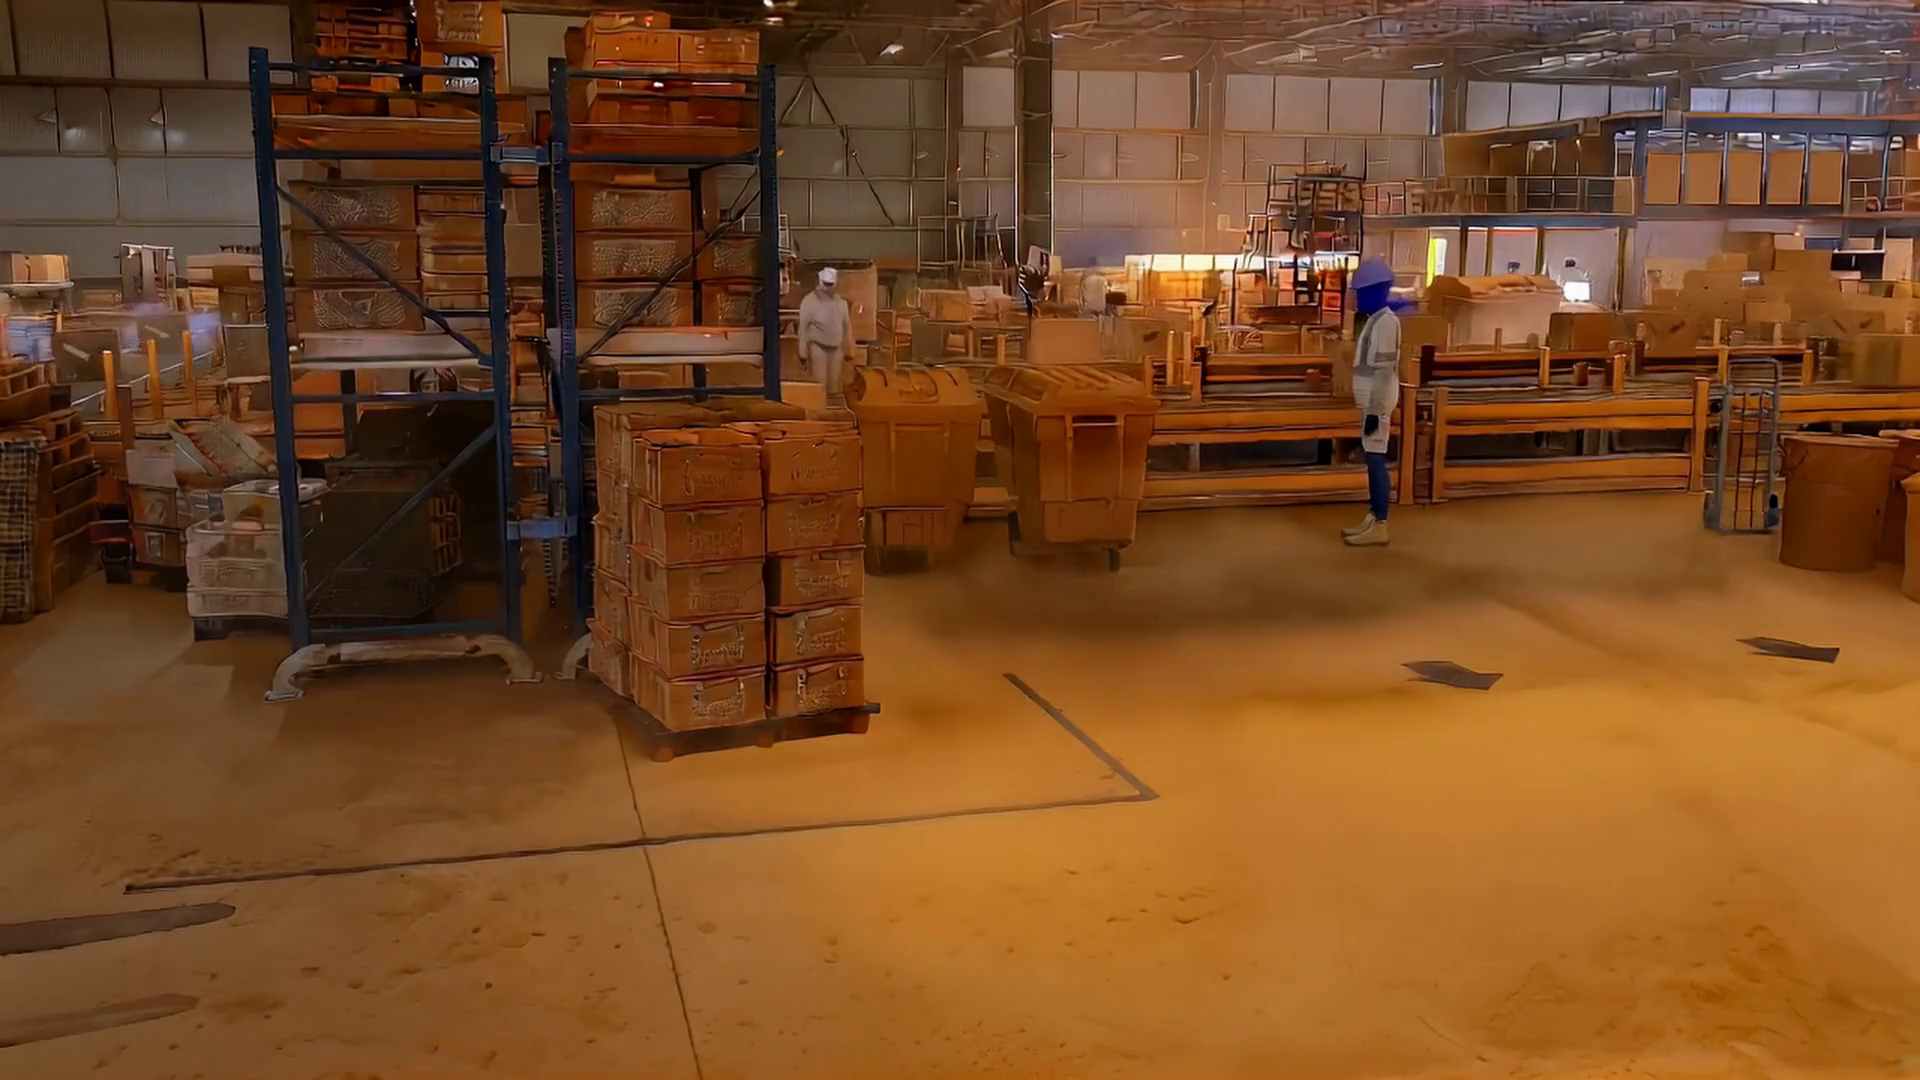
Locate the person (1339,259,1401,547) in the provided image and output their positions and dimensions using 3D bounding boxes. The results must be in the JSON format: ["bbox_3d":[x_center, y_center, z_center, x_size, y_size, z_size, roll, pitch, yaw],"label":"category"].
[{"bbox_3d":[2.915,-0.965,11.817,0.389,2.034,0.605,2,10,10],"label":"person"}]

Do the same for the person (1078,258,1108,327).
[{"bbox_3d":[2.530,-4.359,31.409,0.551,1.910,0.824,-1,10,-7],"label":"person"}]

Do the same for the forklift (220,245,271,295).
[{"bbox_3d":[-17.749,-6.334,41.440,1.157,1.987,2.680,-3,10,-17],"label":"forklift"}]

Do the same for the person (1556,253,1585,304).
[{"bbox_3d":[13.054,-5.139,35.608,0.632,1.976,0.528,0,10,2],"label":"person"}]

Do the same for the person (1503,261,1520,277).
[{"bbox_3d":[11.711,-5.000,35.277,0.598,1.826,0.403,5,11,27],"label":"person"}]

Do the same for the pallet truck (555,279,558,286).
[{"bbox_3d":[-10.604,-6.375,44.520,0.653,1.274,1.630,-3,10,-15],"label":"pallet truck"}]

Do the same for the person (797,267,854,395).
[{"bbox_3d":[-1.465,-2.081,18.524,0.677,1.889,0.462,-8,13,-39],"label":"person"}]

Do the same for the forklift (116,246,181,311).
[{"bbox_3d":[-19.966,-6.232,40.894,1.157,1.987,2.680,-3,10,-15],"label":"forklift"}]
